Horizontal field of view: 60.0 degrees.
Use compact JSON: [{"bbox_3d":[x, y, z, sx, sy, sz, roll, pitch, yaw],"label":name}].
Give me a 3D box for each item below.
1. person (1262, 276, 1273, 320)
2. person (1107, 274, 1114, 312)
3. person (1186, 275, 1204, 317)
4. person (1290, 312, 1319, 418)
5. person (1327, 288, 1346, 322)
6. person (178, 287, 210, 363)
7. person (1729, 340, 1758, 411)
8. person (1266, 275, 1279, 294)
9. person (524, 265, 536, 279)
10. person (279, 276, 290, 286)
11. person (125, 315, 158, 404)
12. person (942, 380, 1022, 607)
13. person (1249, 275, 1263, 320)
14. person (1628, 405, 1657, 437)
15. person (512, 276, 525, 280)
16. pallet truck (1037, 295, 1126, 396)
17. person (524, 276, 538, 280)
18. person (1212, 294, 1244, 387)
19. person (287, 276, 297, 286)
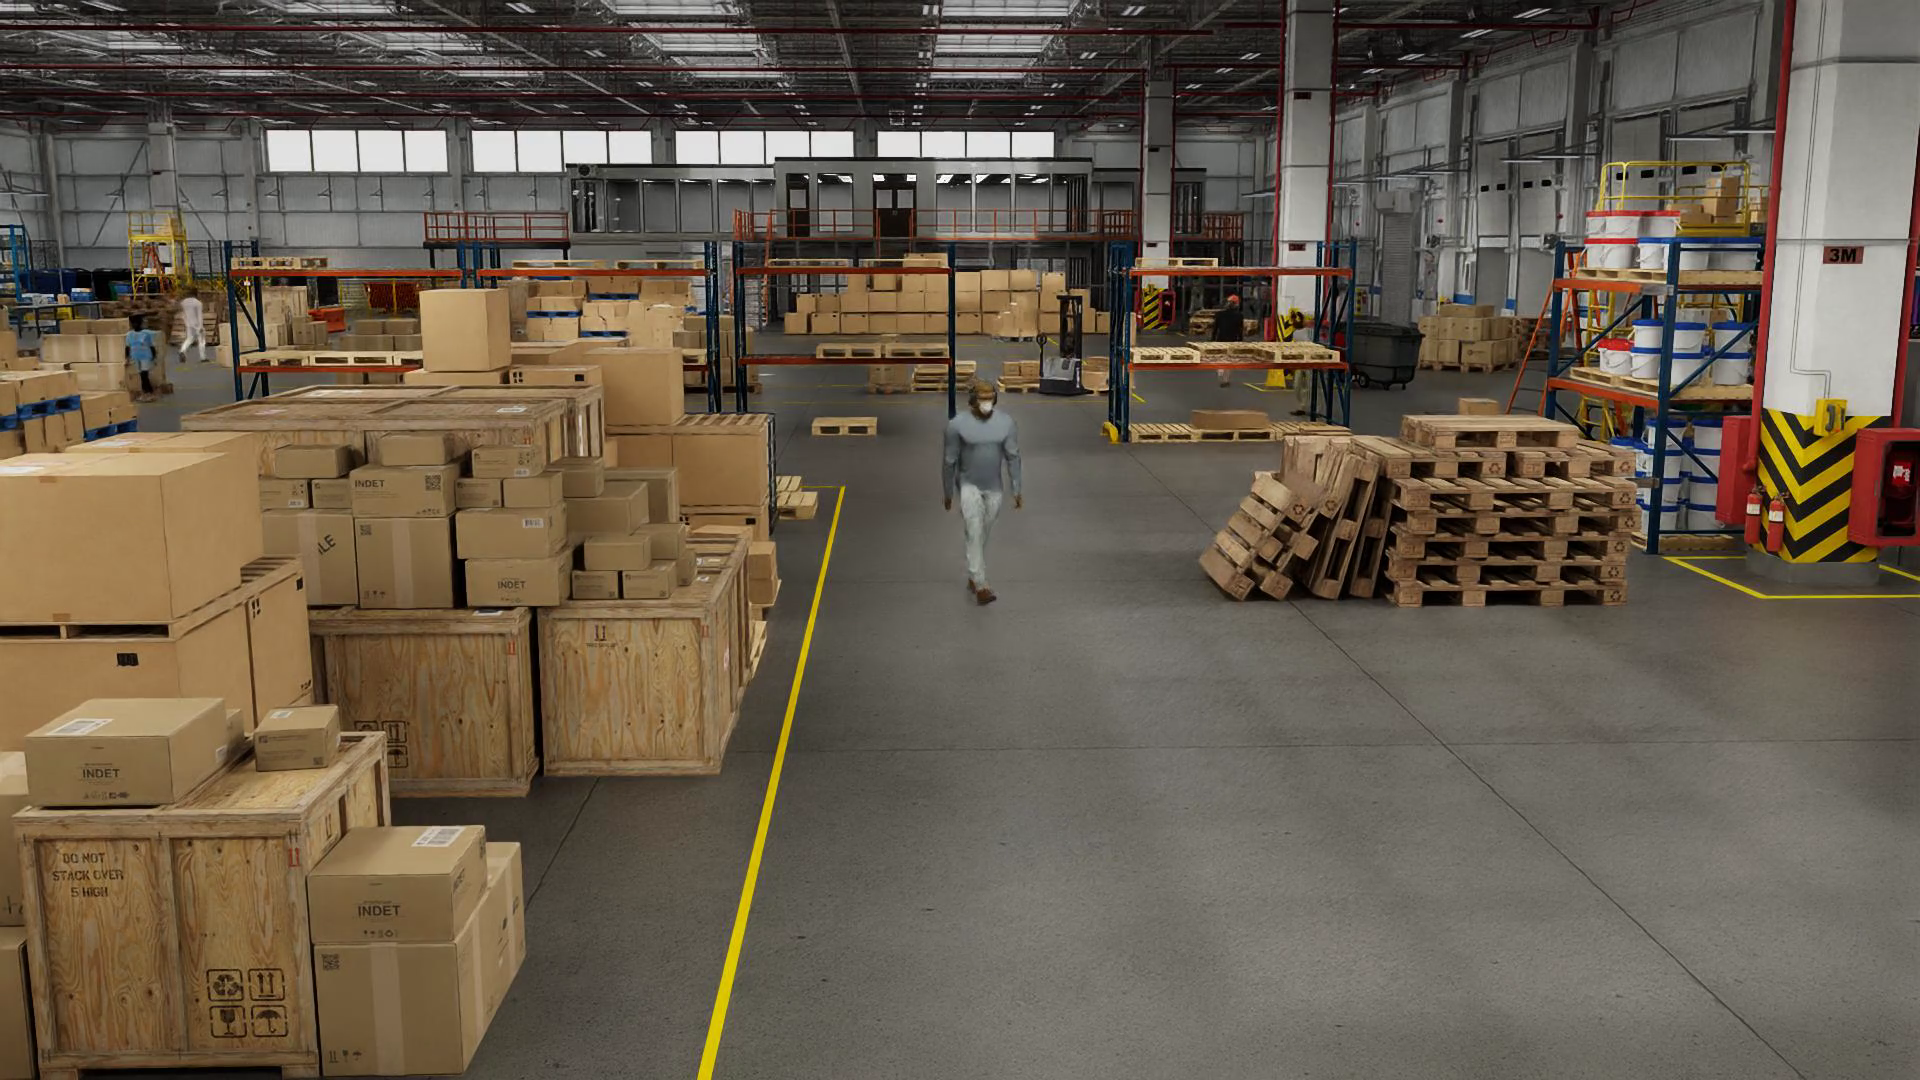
[{"bbox_3d":[12.032,-9.431,64.818,0.534,1.697,0.318,0,10,-2],"label":"person"},{"bbox_3d":[5.934,-9.689,66.075,0.523,1.763,0.329,-6,12,-31],"label":"person"},{"bbox_3d":[9.616,-9.986,67.657,0.945,1.799,0.623,-10,14,-43],"label":"person"},{"bbox_3d":[5.986,-3.024,28.781,0.340,1.833,0.663,-7,12,-33],"label":"person"},{"bbox_3d":[10.275,-6.056,45.676,0.640,1.821,0.436,5,11,27],"label":"person"},{"bbox_3d":[-19.170,-5.358,41.507,0.631,1.919,0.797,3,11,18],"label":"person"},{"bbox_3d":[9.708,-1.573,20.660,0.531,1.832,0.470,-8,13,-37],"label":"person"},{"bbox_3d":[14.303,-11.548,75.987,0.614,1.925,0.802,1,10,5],"label":"person"},{"bbox_3d":[-20.320,-12.024,78.691,0.607,1.898,0.851,-6,12,-30],"label":"person"},{"bbox_3d":[-19.642,-6.691,48.595,0.697,2.000,0.536,1,10,7],"label":"person"},{"bbox_3d":[-15.409,-3.378,31.196,0.533,1.653,0.859,2,10,10],"label":"person"},{"bbox_3d":[0.195,-0.404,14.019,0.632,1.875,1.020,-4,11,-19],"label":"person"},{"bbox_3d":[11.034,-9.057,62.099,0.452,1.921,0.579,-5,12,-28],"label":"person"},{"bbox_3d":[8.582,-1.498,20.639,0.566,1.686,0.870,-5,11,-26],"label":"person"},{"bbox_3d":[-18.605,-10.504,70.171,0.587,1.916,0.629,-3,11,-19],"label":"person"},{"bbox_3d":[2.483,-3.881,33.060,1.885,1.965,0.823,-7,13,-36],"label":"pallet truck"},{"bbox_3d":[-15.822,-8.989,61.378,0.608,2.048,0.364,0,10,-2],"label":"person"},{"bbox_3d":[5.555,-4.126,34.580,0.669,1.945,0.896,3,11,16],"label":"person"},{"bbox_3d":[-28.493,-10.594,70.780,0.576,1.882,0.355,0,10,-2],"label":"person"}]
